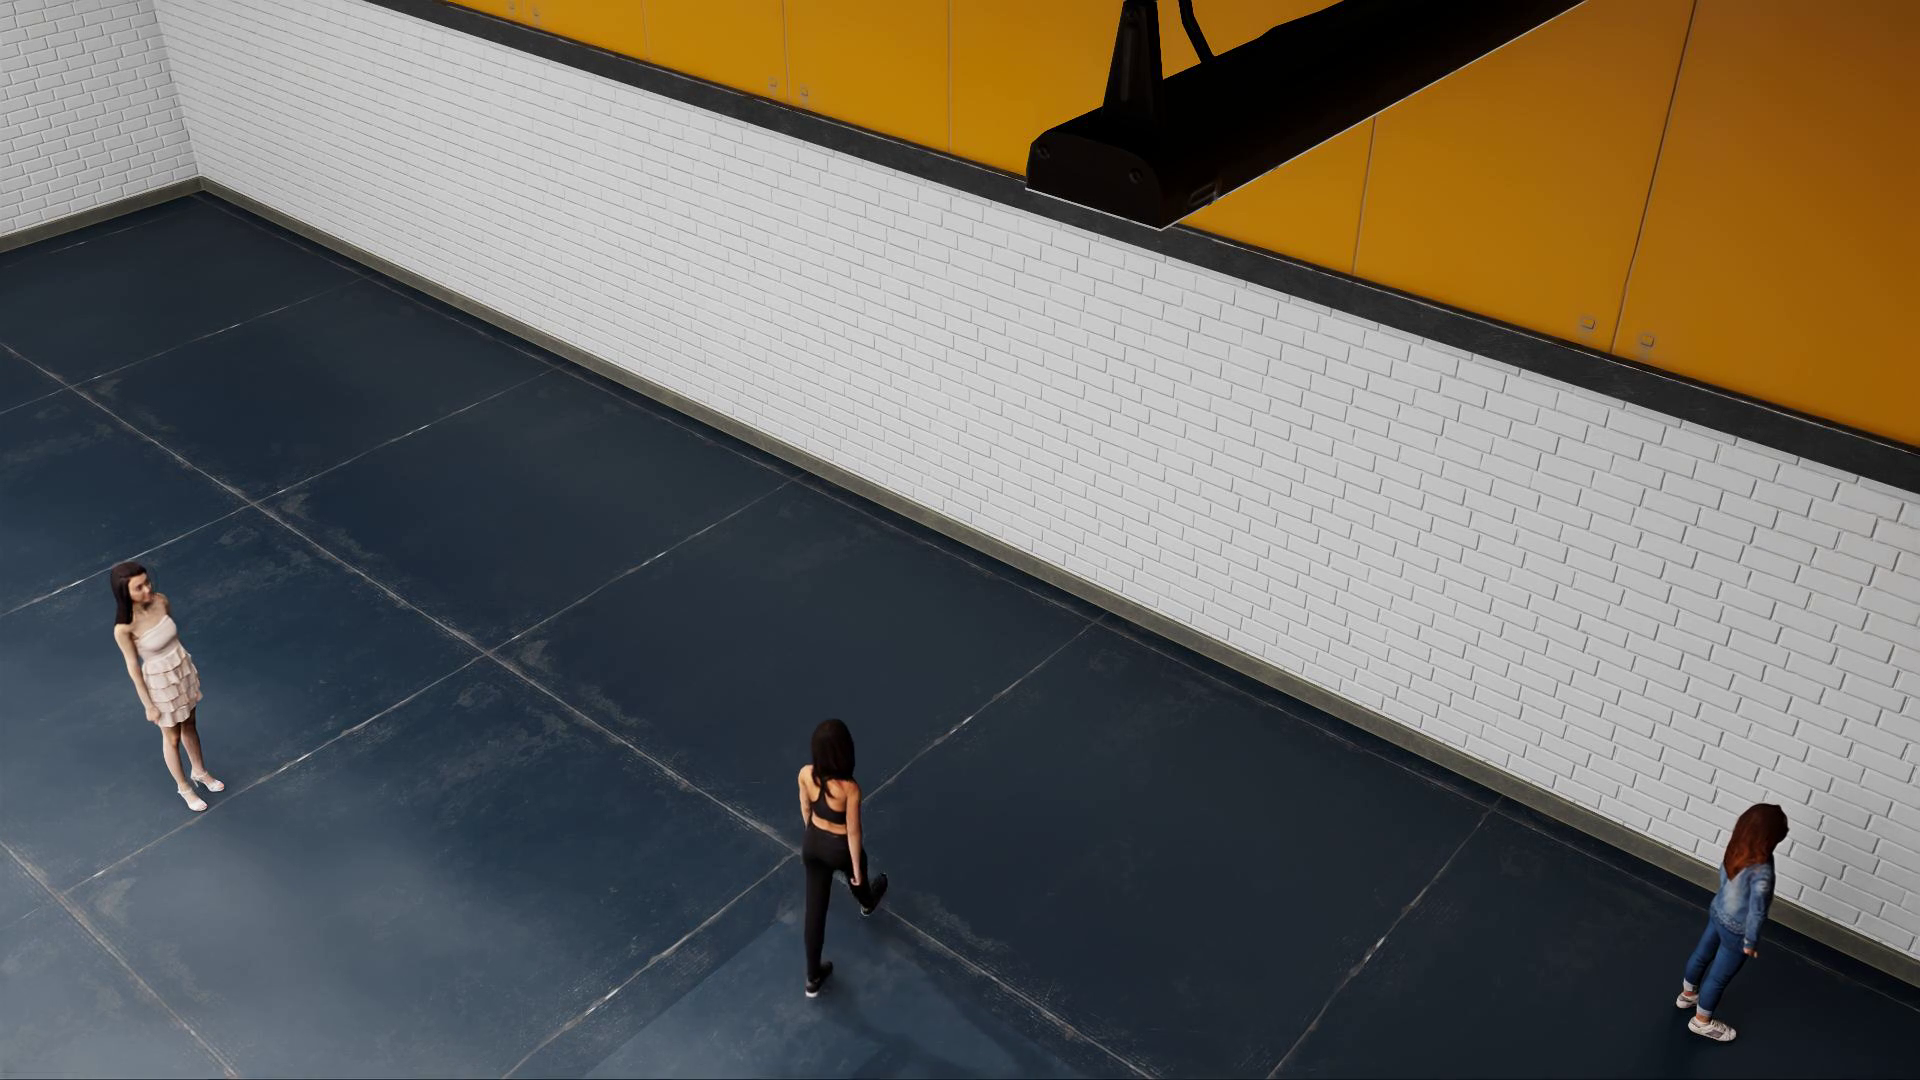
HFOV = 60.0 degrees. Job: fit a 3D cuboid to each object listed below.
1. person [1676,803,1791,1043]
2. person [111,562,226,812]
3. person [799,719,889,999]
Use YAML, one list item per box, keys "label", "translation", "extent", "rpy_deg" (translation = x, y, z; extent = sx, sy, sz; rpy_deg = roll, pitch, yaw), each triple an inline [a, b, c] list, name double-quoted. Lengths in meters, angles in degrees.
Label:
- label: "person"
  translation: [3.923, 1.912, 8.443]
  extent: [0.700, 1.477, 0.611]
  rpy_deg: [2, 34, 3]
- label: "person"
  translation: [-4.679, 0.857, 9.798]
  extent: [0.704, 1.736, 0.590]
  rpy_deg: [9, 35, 13]
- label: "person"
  translation: [-0.702, 1.685, 8.670]
  extent: [0.807, 1.604, 1.160]
  rpy_deg: [13, 36, 18]
